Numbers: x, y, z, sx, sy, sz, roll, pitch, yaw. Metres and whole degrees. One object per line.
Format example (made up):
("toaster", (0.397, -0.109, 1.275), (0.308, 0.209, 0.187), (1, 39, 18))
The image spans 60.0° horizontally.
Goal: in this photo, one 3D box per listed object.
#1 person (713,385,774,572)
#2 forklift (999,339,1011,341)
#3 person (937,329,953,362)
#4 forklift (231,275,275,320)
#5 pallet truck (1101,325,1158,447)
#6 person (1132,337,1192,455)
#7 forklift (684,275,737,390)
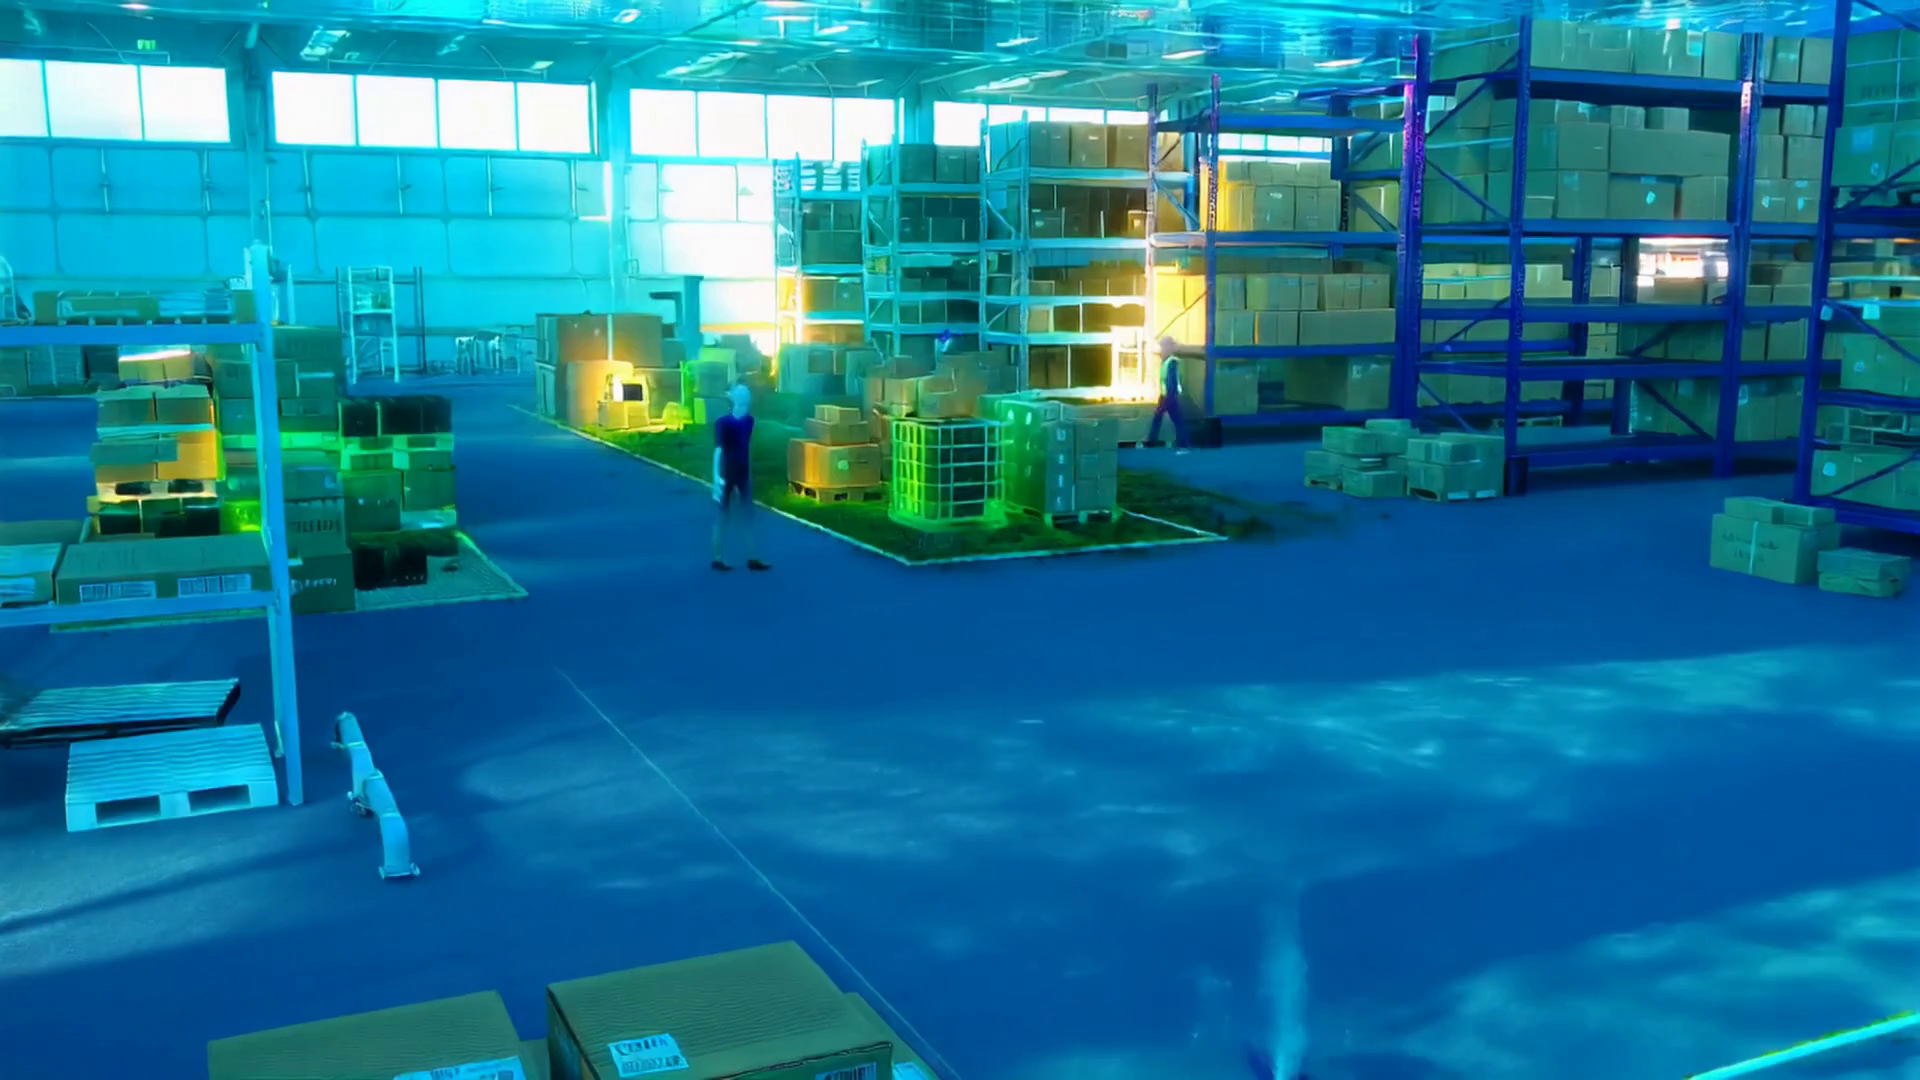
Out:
("person", (-2.124, -0.574, 15.942), (0.797, 1.817, 0.552), (8, 12, 43))
("forklift", (1.421, -4.875, 39.331), (1.129, 2.768, 1.873), (-4, 10, -25))
("person", (-0.347, -4.054, 38.204), (0.528, 1.585, 0.816), (8, 12, 40))
("forklift", (-16.725, -4.902, 39.503), (1.129, 2.768, 1.873), (-4, 10, -25))
("pallet truck", (2.881, -2.596, 27.923), (0.823, 1.965, 1.885), (-1, 9, -7))
("person", (3.246, -2.269, 26.305), (0.963, 1.857, 0.667), (-1, 9, -3))
("forklift", (-6.180, -4.783, 38.760), (1.873, 2.768, 1.129), (-1, 9, -4))
